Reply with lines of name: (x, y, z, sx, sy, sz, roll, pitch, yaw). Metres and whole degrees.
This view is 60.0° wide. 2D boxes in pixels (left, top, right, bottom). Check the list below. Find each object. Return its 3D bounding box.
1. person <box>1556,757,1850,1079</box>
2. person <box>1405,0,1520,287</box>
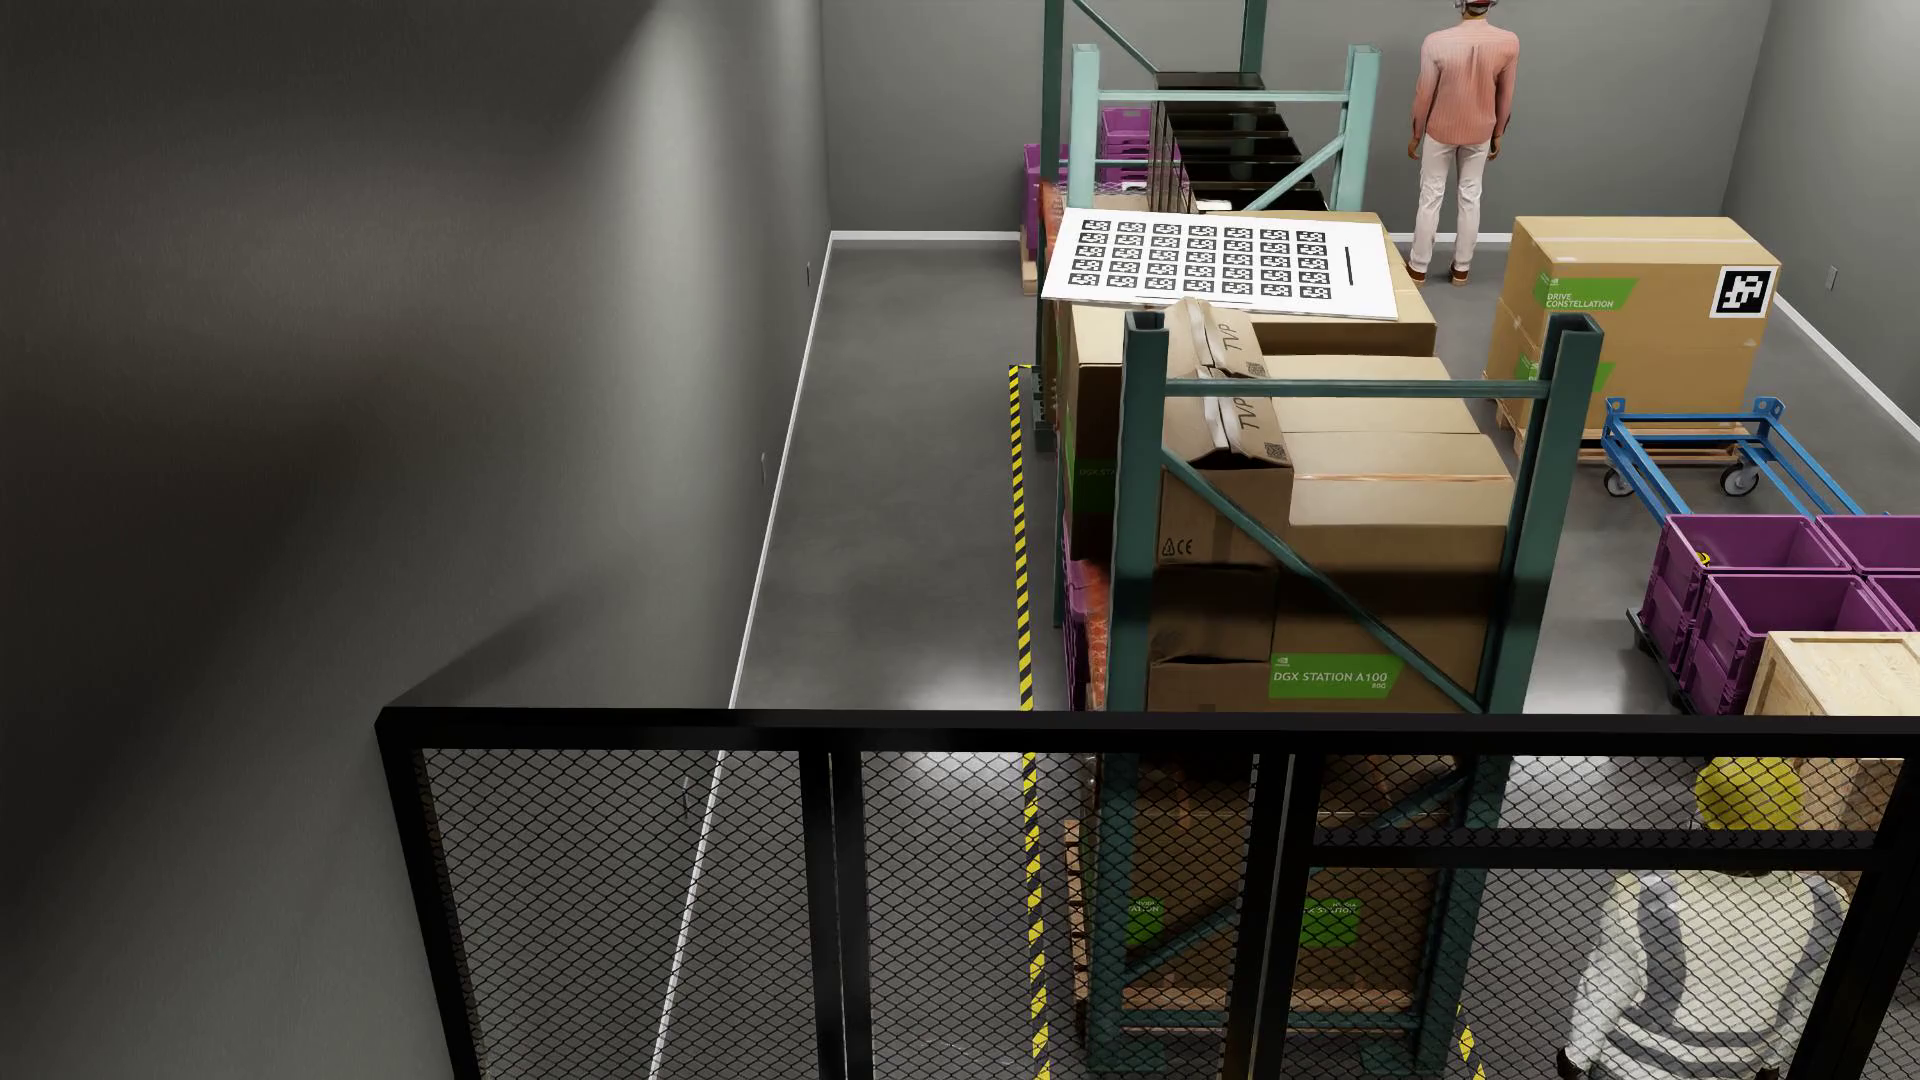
person: (1.816, 1.264, 4.216, 0.589, 1.833, 0.404, 0, 31, 0)
person: (3.113, -2.560, 10.411, 0.611, 1.997, 0.375, 0, 31, 0)
